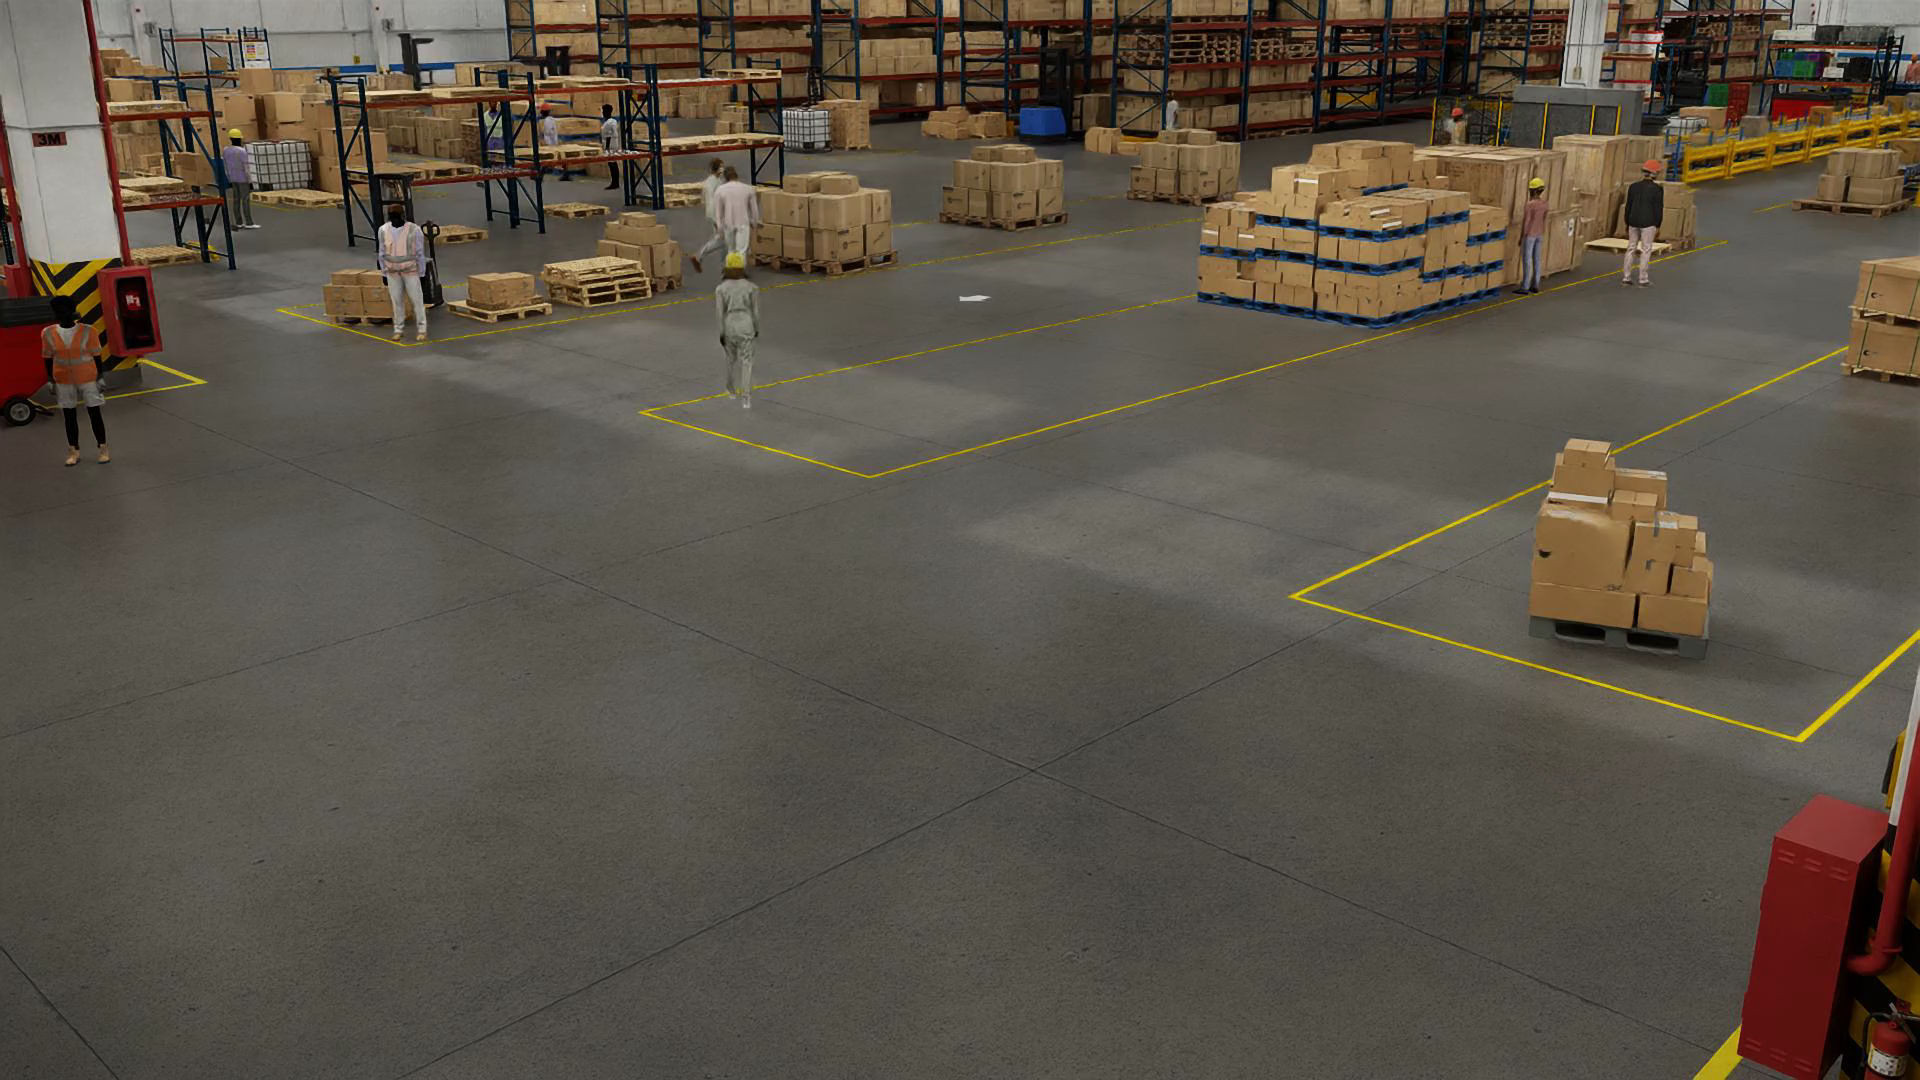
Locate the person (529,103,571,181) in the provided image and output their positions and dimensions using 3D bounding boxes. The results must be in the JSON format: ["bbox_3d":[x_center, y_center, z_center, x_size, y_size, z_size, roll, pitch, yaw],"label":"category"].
[{"bbox_3d":[-10.009,-9.674,40.494,1.014,1.878,0.568,-2,18,-5],"label":"person"}]

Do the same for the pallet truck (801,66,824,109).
[{"bbox_3d":[-4.812,-15.182,56.903,0.823,1.965,1.885,-9,21,-26],"label":"pallet truck"}]

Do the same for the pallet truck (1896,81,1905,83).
[{"bbox_3d":[34.802,-16.331,61.455,0.653,1.274,1.630,17,25,41],"label":"pallet truck"}]

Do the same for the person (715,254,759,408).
[{"bbox_3d":[-2.500,-2.365,18.750,0.484,1.696,0.916,-2,19,-7],"label":"person"}]

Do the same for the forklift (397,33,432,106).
[{"bbox_3d":[-21.918,-18.662,66.006,1.873,2.768,1.129,-5,19,-14],"label":"forklift"}]

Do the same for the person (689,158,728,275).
[{"bbox_3d":[-4.019,-5.267,27.153,0.723,1.923,0.635,0,18,0],"label":"person"}]

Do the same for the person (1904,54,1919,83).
[{"bbox_3d":[38.338,-18.545,67.036,0.375,1.997,0.612,-7,20,-20],"label":"person"}]

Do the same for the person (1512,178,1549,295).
[{"bbox_3d":[8.793,-4.672,25.598,0.533,1.767,0.313,-11,21,-30],"label":"person"}]

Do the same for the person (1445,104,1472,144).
[{"bbox_3d":[11.655,-9.237,38.924,0.991,2.000,0.697,17,25,42],"label":"person"}]

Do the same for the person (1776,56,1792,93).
[{"bbox_3d":[33.162,-18.460,66.871,0.638,1.938,0.357,8,20,24],"label":"person"}]

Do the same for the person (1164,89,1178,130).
[{"bbox_3d":[5.897,-11.643,46.463,0.449,1.853,0.552,-7,20,-21],"label":"person"}]

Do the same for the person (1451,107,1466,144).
[{"bbox_3d":[11.495,-8.976,38.326,0.522,1.925,0.564,9,21,26],"label":"person"}]

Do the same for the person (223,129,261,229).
[{"bbox_3d":[-14.081,-7.059,32.538,0.594,1.925,0.370,7,20,21],"label":"person"}]

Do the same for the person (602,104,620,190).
[{"bbox_3d":[-8.168,-9.175,38.852,0.367,1.966,0.606,2,18,6],"label":"person"}]

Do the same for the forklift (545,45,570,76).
[{"bbox_3d":[-12.476,-14.003,51.971,1.873,2.768,1.129,6,19,17],"label":"forklift"}]

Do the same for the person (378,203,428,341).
[{"bbox_3d":[-7.407,-3.553,22.132,0.623,1.835,0.430,1,18,3],"label":"person"}]

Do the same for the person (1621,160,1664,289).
[{"bbox_3d":[10.728,-4.953,26.093,0.392,1.988,0.622,-13,22,-34],"label":"person"}]

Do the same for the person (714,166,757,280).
[{"bbox_3d":[-3.524,-4.928,26.200,0.648,1.877,0.992,-1,18,-2],"label":"person"}]

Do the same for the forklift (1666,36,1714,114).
[{"bbox_3d":[27.341,-17.291,61.877,1.129,2.768,1.873,17,25,41],"label":"forklift"}]

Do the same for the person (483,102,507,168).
[{"bbox_3d":[-11.559,-9.998,41.406,0.591,1.921,0.392,-1,18,-3],"label":"person"}]

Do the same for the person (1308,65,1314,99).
[{"bbox_3d":[13.043,-16.568,61.329,0.430,1.841,0.624,7,20,20],"label":"person"}]

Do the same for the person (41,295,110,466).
[{"bbox_3d":[-8.690,-1.567,16.352,0.542,1.695,0.316,-5,19,-15],"label":"person"}]

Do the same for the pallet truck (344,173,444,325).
[{"bbox_3d":[-8.209,-4.181,23.757,0.823,1.965,1.885,3,19,9],"label":"pallet truck"}]

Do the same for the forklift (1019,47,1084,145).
[{"bbox_3d":[2.765,-13.446,50.293,1.129,2.768,1.873,17,25,41],"label":"forklift"}]
